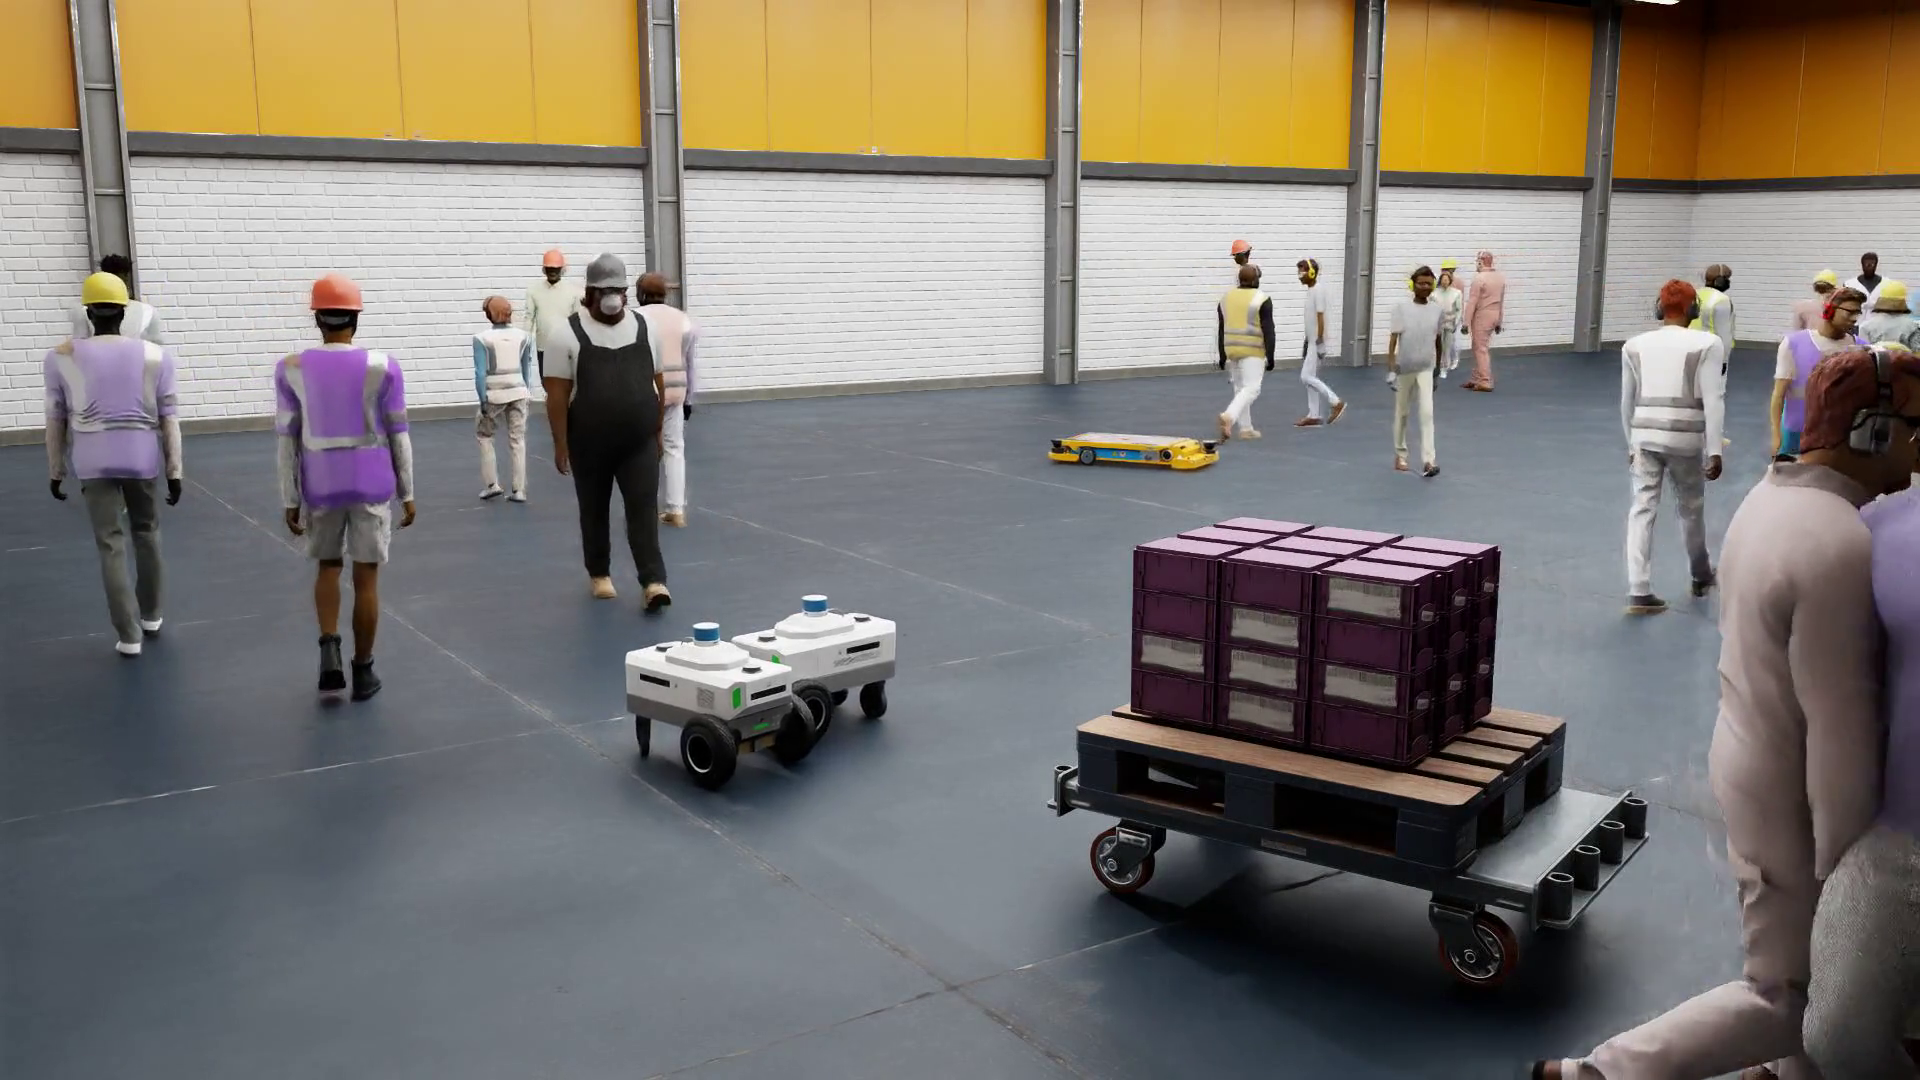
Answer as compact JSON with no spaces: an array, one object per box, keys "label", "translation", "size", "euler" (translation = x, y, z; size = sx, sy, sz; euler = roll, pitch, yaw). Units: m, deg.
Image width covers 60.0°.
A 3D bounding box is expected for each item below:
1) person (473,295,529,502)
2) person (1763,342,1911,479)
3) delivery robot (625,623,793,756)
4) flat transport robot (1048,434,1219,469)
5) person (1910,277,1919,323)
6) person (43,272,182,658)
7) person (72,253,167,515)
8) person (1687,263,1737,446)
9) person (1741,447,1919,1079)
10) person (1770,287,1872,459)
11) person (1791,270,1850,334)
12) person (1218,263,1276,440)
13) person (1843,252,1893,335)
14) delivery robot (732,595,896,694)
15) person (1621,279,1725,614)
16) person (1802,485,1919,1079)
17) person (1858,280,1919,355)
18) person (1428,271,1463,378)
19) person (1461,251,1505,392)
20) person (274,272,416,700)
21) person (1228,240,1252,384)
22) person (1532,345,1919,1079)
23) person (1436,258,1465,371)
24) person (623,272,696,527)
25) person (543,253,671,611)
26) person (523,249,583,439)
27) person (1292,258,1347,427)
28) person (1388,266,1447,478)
[{"label":"person","translation":[-3.612,-1.105,13.086],"size":[0.520,1.623,0.507],"euler":[-9,14,-41]},{"label":"person","translation":[2.348,0.384,4.362],"size":[0.507,1.818,0.599],"euler":[-10,14,-43]},{"label":"delivery robot","translation":[-0.997,0.570,6.567],"size":[0.707,0.478,0.477],"euler":[9,14,40]},{"label":"flat transport robot","translation":[1.591,-0.830,15.275],"size":[1.431,0.197,0.652],"euler":[6,12,28]},{"label":"person","translation":[12.510,-2.705,21.634],"size":[0.321,1.698,0.537],"euler":[3,11,18]},{"label":"person","translation":[-4.284,-0.388,8.412],"size":[0.590,1.897,0.840],"euler":[-7,13,-34]},{"label":"person","translation":[-6.224,-1.140,12.383],"size":[0.651,1.940,0.479],"euler":[-8,13,-37]},{"label":"person","translation":[7.358,-1.816,16.445],"size":[0.666,1.822,0.628],"euler":[-1,10,-4]},{"label":"person","translation":[2.182,0.474,3.884],"size":[0.962,1.828,0.535],"euler":[-6,12,-28]},{"label":"person","translation":[5.196,-0.645,10.145],"size":[0.598,1.796,1.003],"euler":[2,11,12]},{"label":"person","translation":[8.938,-1.921,17.276],"size":[0.536,1.727,0.885],"euler":[10,14,43]},{"label":"person","translation":[2.855,-1.891,16.868],"size":[0.792,1.816,0.633],"euler":[-10,14,-43]},{"label":"person","translation":[11.387,-2.673,20.936],"size":[0.600,1.895,0.727],"euler":[3,11,18]},{"label":"delivery robot","translation":[-0.610,0.478,7.070],"size":[0.707,0.478,0.477],"euler":[-10,14,-43]},{"label":"person","translation":[4.045,-0.534,9.349],"size":[0.628,1.836,0.972],"euler":[10,14,44]},{"label":"person","translation":[1.837,0.586,2.991],"size":[0.414,1.927,0.656],"euler":[-7,13,-34]},{"label":"person","translation":[7.831,-1.328,14.045],"size":[0.492,1.722,0.705],"euler":[3,11,17]},{"label":"person","translation":[7.056,-3.120,24.247],"size":[0.503,1.583,0.918],"euler":[3,11,14]},{"label":"person","translation":[6.982,-2.958,22.526],"size":[0.664,1.885,0.711],"euler":[-9,14,-42]},{"label":"person","translation":[-2.740,-0.233,7.471],"size":[0.557,1.919,0.396],"euler":[-2,10,-9]},{"label":"person","translation":[3.985,-3.220,23.548],"size":[0.394,2.034,0.605],"euler":[2,11,13]},{"label":"person","translation":[1.660,0.538,3.424],"size":[0.760,1.870,0.660],"euler":[3,11,15]},{"label":"person","translation":[7.523,-3.479,25.714],"size":[0.360,1.751,0.558],"euler":[-7,13,-35]},{"label":"person","translation":[-2.216,-1.007,11.995],"size":[0.656,1.819,0.620],"euler":[-8,13,-39]},{"label":"person","translation":[-1.939,-0.619,9.267],"size":[0.696,2.000,1.018],"euler":[-5,11,-23]},{"label":"person","translation":[-4.237,-2.071,17.466],"size":[0.614,1.961,0.930],"euler":[1,10,3]},{"label":"person","translation":[3.900,-2.145,18.163],"size":[0.520,1.843,0.560],"euler":[1,10,5]},{"label":"person","translation":[3.980,-1.463,14.514],"size":[0.518,1.818,0.986],"euler":[1,10,5]}]
